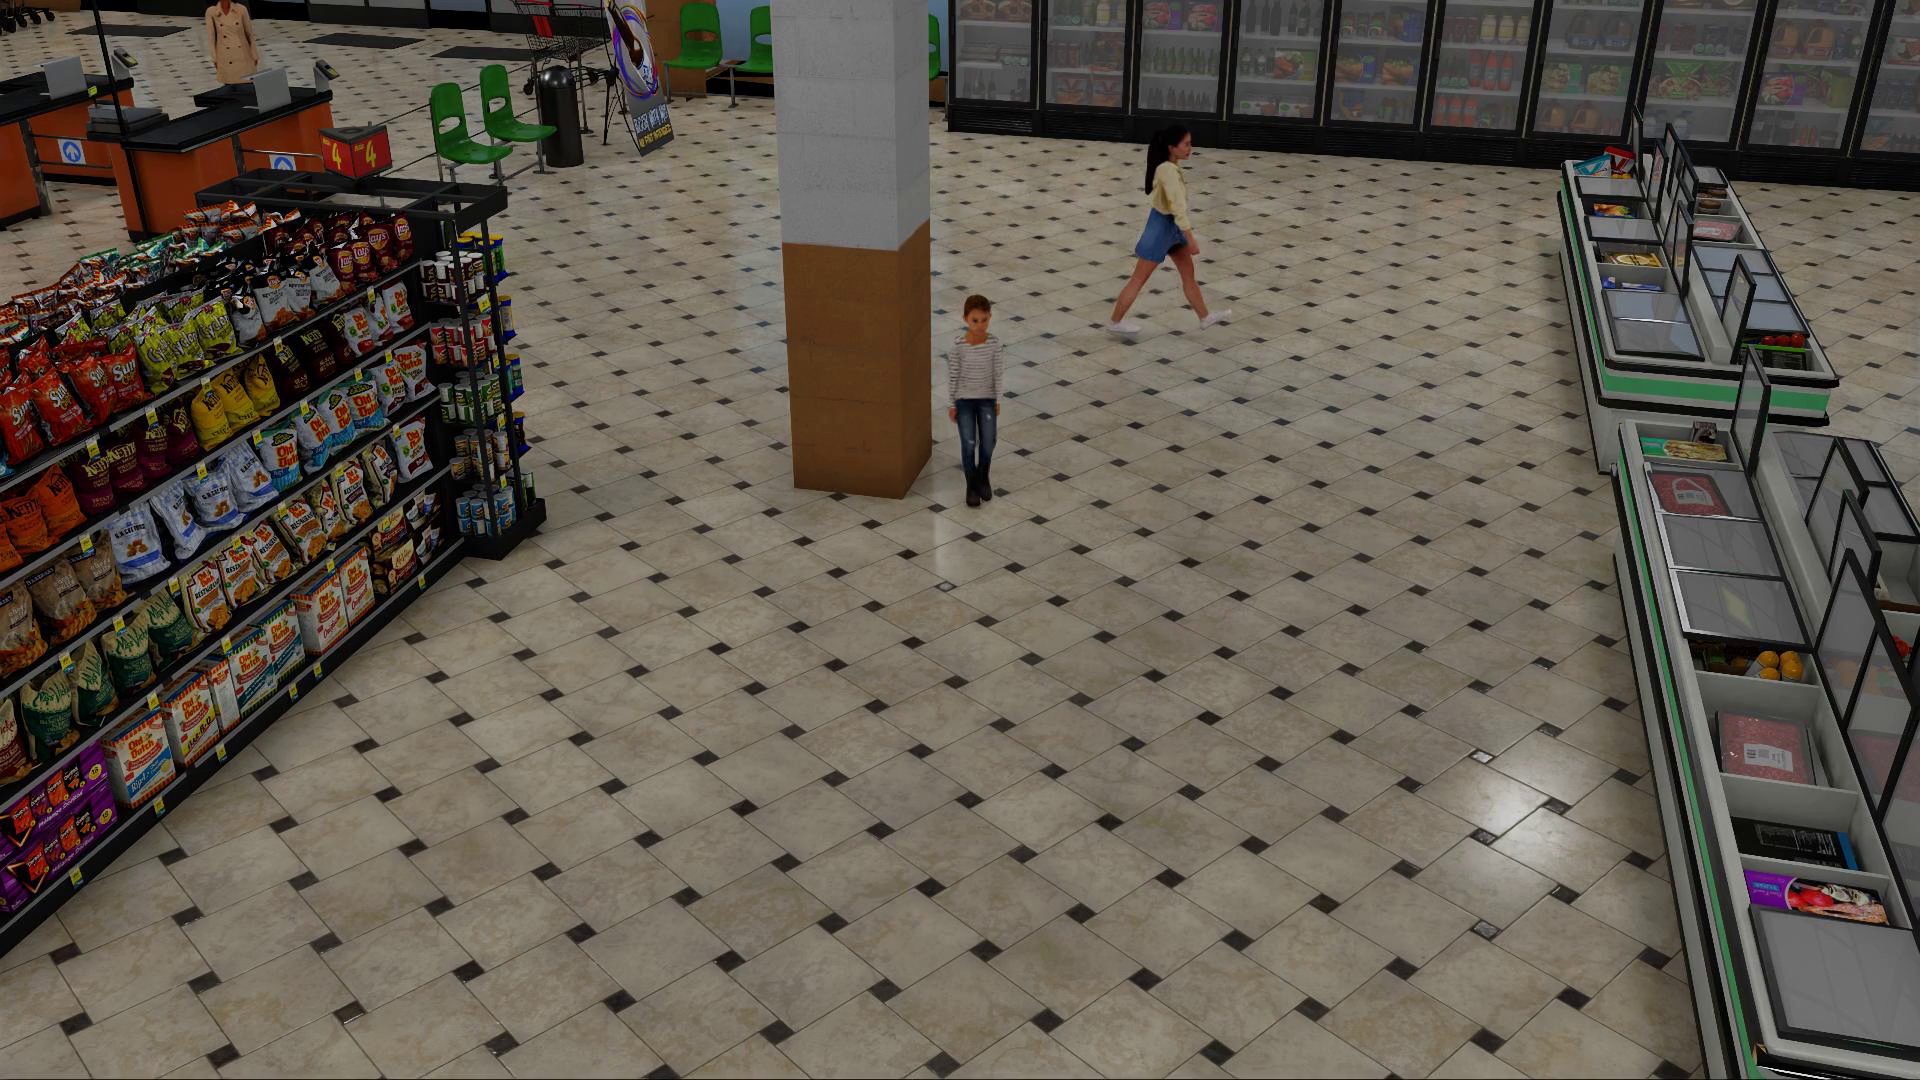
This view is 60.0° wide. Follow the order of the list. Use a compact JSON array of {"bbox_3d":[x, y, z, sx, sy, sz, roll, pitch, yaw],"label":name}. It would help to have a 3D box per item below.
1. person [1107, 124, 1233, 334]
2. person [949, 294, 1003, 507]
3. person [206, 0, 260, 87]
[{"bbox_3d":[1.396,-2.211,12.226,0.874,1.565,1.158,1,27,1],"label":"person"},{"bbox_3d":[0.078,-0.839,9.806,0.539,1.306,0.589,-2,27,-4],"label":"person"},{"bbox_3d":[-7.859,-5.224,18.038,0.714,1.682,0.732,-10,28,-18],"label":"person"}]
